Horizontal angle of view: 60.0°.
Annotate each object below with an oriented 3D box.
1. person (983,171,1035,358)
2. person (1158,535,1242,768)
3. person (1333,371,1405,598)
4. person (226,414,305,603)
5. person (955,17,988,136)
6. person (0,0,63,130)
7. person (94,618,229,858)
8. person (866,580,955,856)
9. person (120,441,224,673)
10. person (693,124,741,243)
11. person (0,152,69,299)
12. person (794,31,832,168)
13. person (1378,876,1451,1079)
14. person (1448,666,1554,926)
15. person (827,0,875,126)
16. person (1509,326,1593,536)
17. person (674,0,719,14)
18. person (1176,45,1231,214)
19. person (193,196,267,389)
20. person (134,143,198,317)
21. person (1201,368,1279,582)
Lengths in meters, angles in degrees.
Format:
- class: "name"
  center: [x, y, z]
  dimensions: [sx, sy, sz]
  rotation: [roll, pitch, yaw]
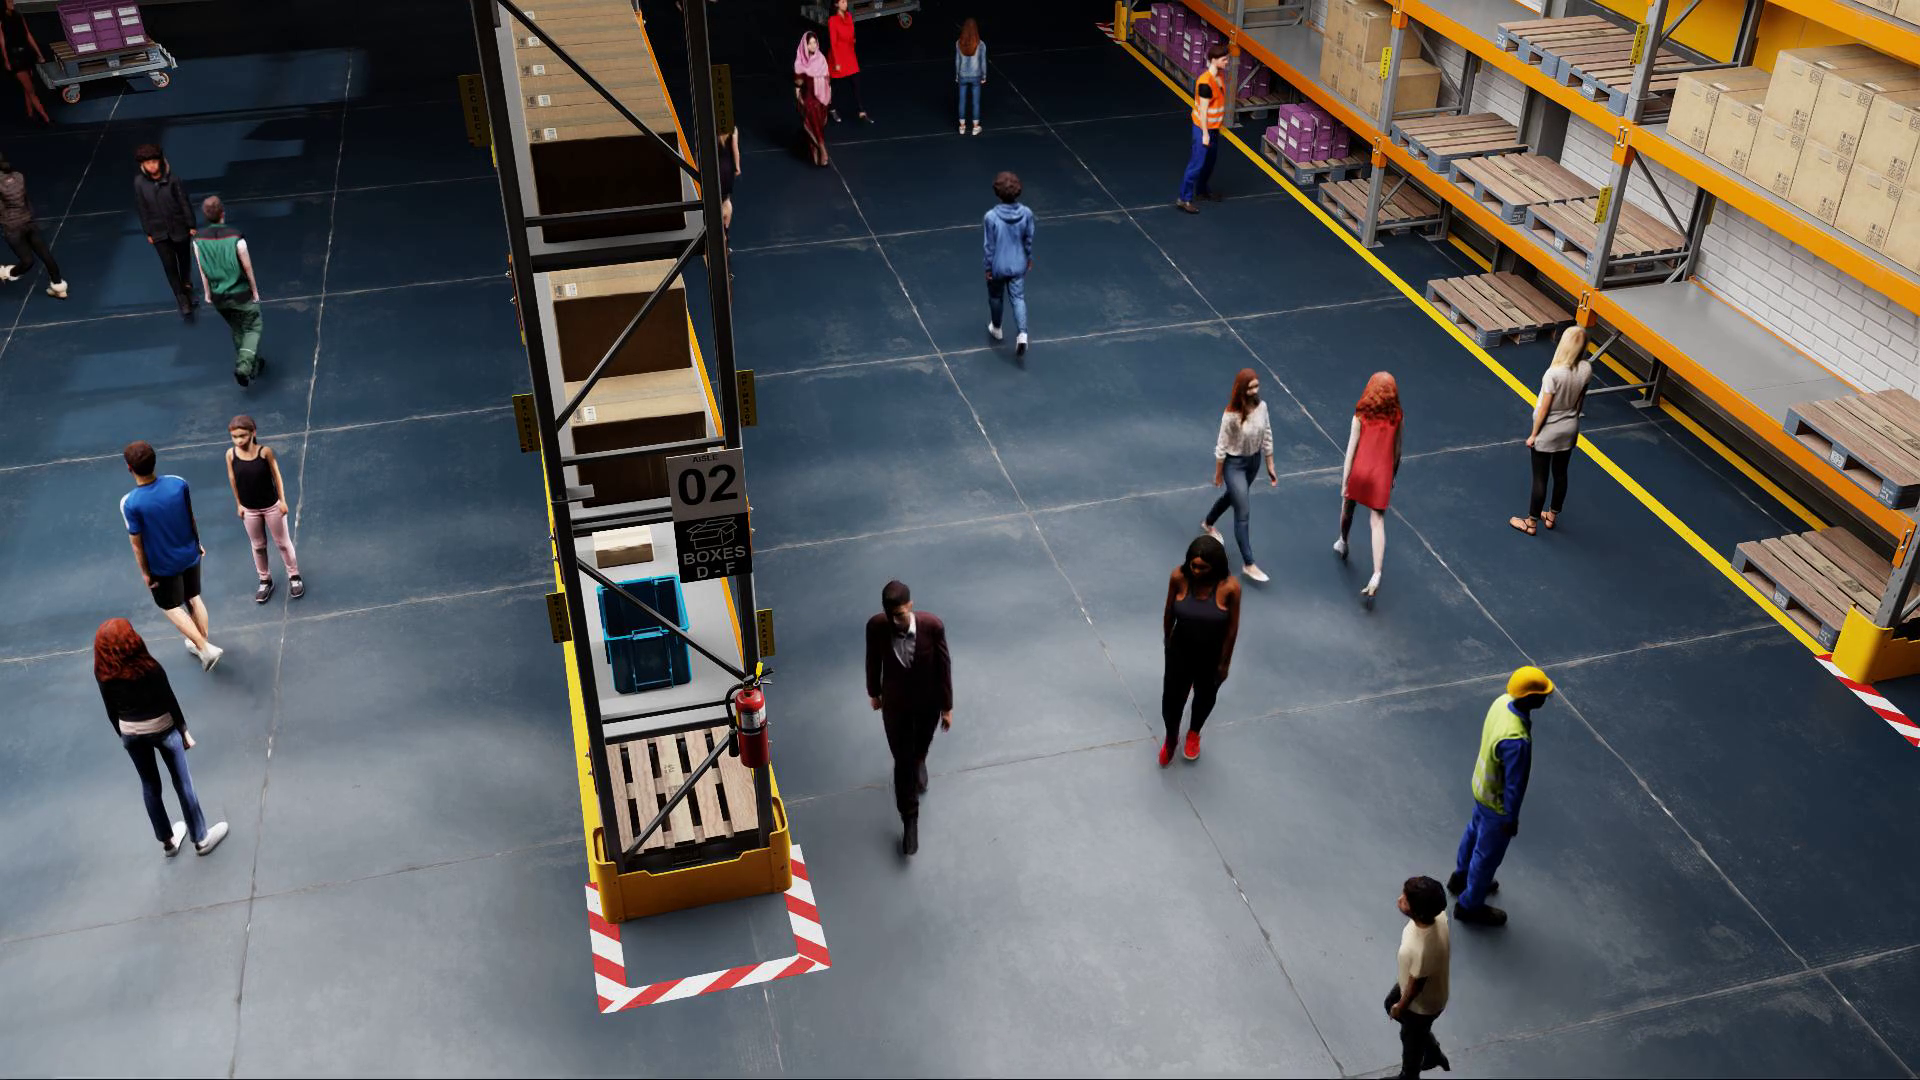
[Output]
- class: "person"
  center: [0.472, -2.633, 16.005]
  dimensions: [0.687, 1.782, 1.083]
  rotation: [-7, 34, -11]
- class: "person"
  center: [1.606, 0.671, 11.020]
  dimensions: [0.795, 1.798, 0.837]
  rotation: [9, 35, 13]
- class: "person"
  center: [3.138, -0.396, 12.635]
  dimensions: [0.774, 1.788, 1.203]
  rotation: [-2, 34, -3]
- class: "person"
  center: [-5.305, -0.264, 12.638]
  dimensions: [0.549, 1.565, 0.532]
  rotation: [-6, 34, -9]
- class: "person"
  center: [0.121, -5.917, 21.224]
  dimensions: [0.616, 1.475, 0.610]
  rotation: [4, 34, 6]
- class: "person"
  center: [-12.126, -6.160, 21.368]
  dimensions: [0.961, 1.720, 0.980]
  rotation: [10, 35, 14]
- class: "person"
  center: [-4.961, 1.214, 10.213]
  dimensions: [0.633, 1.787, 0.606]
  rotation: [1, 34, 1]
- class: "person"
  center: [-0.303, 0.966, 10.564]
  dimensions: [0.818, 1.811, 1.263]
  rotation: [-4, 34, -5]
- class: "person"
  center: [-5.508, 0.167, 11.737]
  dimensions: [1.051, 1.845, 0.957]
  rotation: [23, 40, 30]
- class: "person"
  center: [-2.627, -3.973, 18.093]
  dimensions: [0.678, 1.703, 0.794]
  rotation: [-11, 35, -15]
- class: "person"
  center: [-9.684, -3.206, 16.985]
  dimensions: [0.934, 1.652, 0.893]
  rotation: [24, 41, 32]
- class: "person"
  center: [-1.835, -5.415, 20.347]
  dimensions: [0.870, 1.610, 1.108]
  rotation: [-22, 39, -29]
- class: "person"
  center: [2.478, 2.374, 8.664]
  dimensions: [0.811, 1.571, 0.751]
  rotation: [10, 35, 15]
- class: "person"
  center: [3.166, 1.482, 9.788]
  dimensions: [0.802, 1.812, 0.658]
  rotation: [5, 34, 7]
- class: "person"
  center: [-1.591, -6.202, 21.435]
  dimensions: [1.066, 1.716, 0.958]
  rotation: [23, 40, 31]
- class: "person"
  center: [4.773, -0.864, 13.304]
  dimensions: [0.625, 1.826, 0.553]
  rotation: [-12, 36, -18]
- class: "person"
  center: [-4.251, -8.931, 25.598]
  dimensions: [1.099, 1.652, 1.053]
  rotation: [26, 42, 33]
- class: "person"
  center: [2.839, -4.753, 19.109]
  dimensions: [0.955, 1.878, 0.878]
  rotation: [15, 37, 22]
- class: "person"
  center: [-6.760, -2.251, 15.395]
  dimensions: [0.801, 1.822, 1.031]
  rotation: [0, 34, -1]
- class: "person"
  center: [-8.040, -3.193, 16.877]
  dimensions: [0.827, 1.750, 1.071]
  rotation: [-19, 38, -26]
- class: "person"
  center: [2.149, -0.597, 13.030]
  dimensions: [0.847, 1.686, 1.192]
  rotation: [-21, 39, -28]
